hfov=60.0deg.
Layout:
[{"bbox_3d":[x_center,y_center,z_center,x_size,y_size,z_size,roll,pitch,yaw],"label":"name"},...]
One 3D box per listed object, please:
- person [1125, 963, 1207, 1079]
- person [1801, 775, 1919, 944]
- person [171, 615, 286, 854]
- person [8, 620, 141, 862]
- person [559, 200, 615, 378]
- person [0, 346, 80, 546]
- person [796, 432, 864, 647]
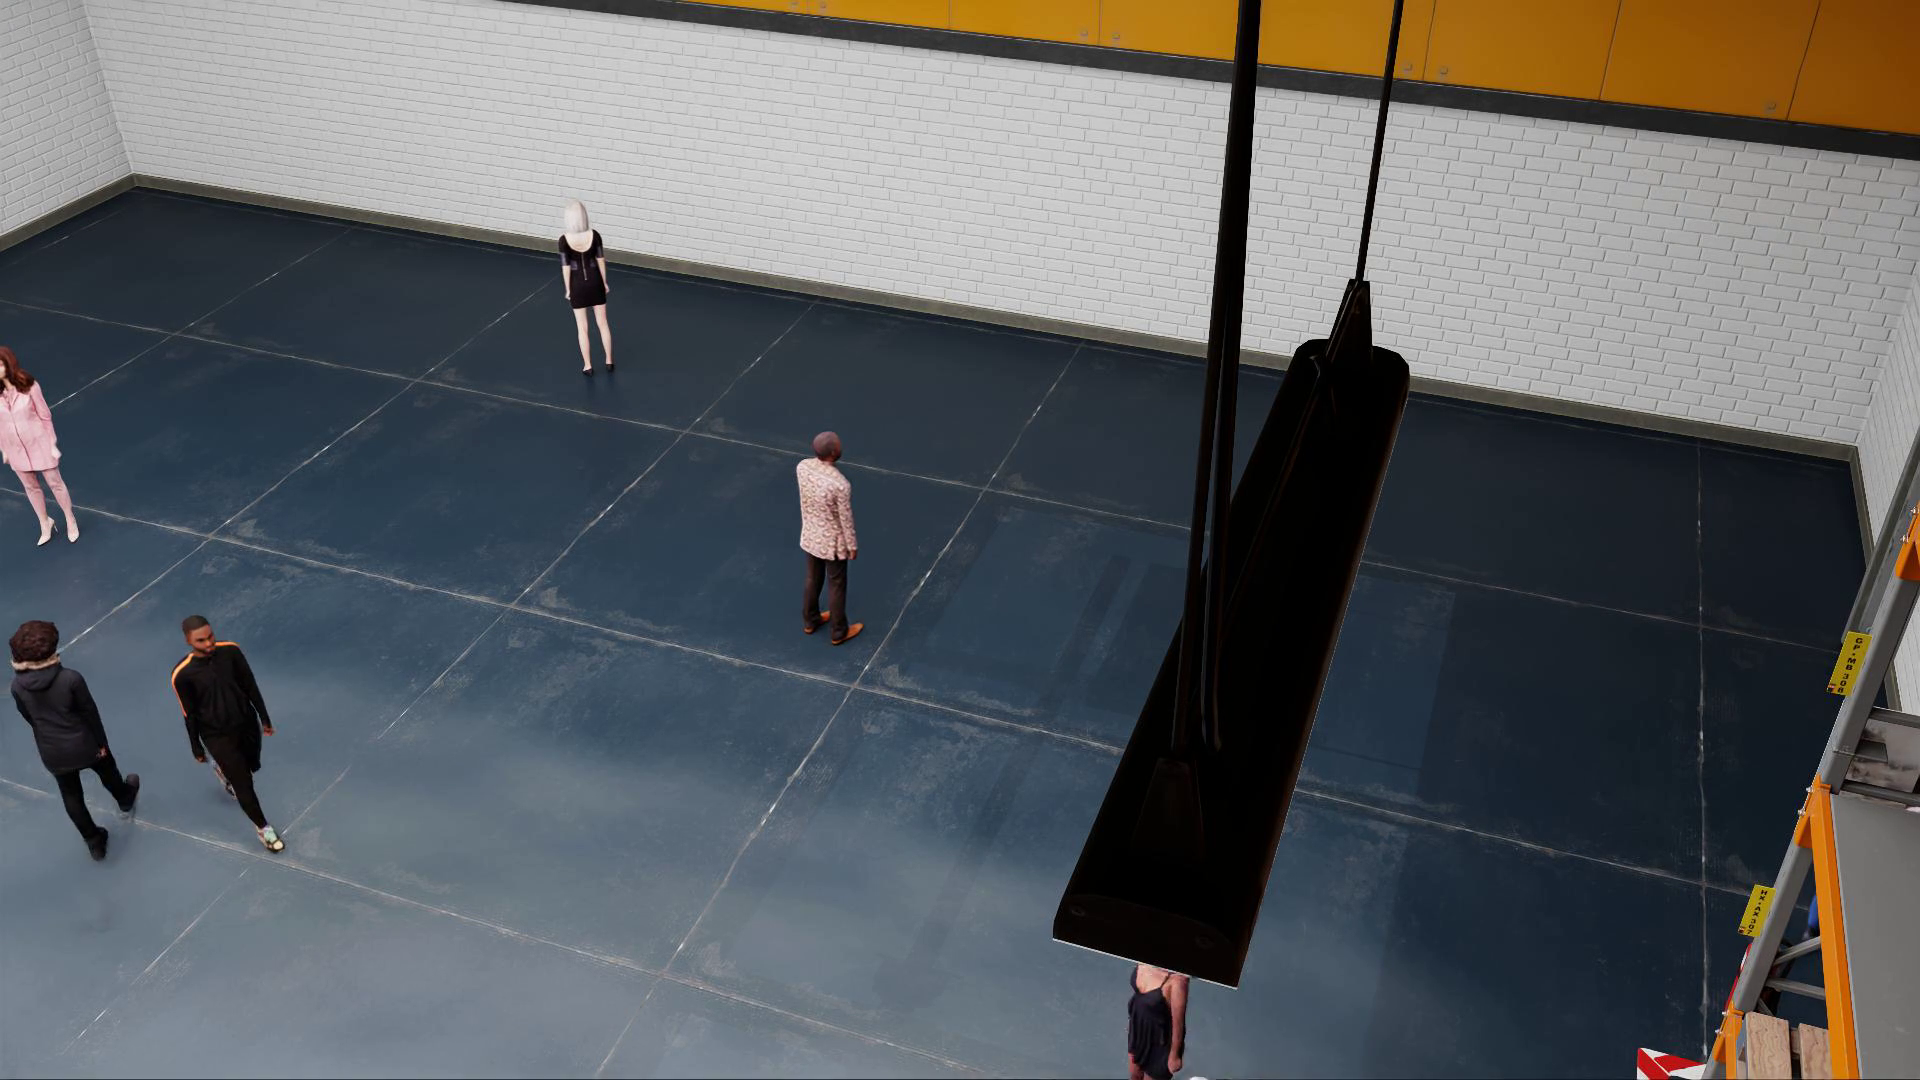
[{"bbox_3d":[1.092,2.565,8.713,0.907,1.777,0.824,-18,38,-25],"label":"person"},{"bbox_3d":[5.371,1.867,9.847,0.738,1.684,0.695,-16,37,-22],"label":"person"},{"bbox_3d":[-4.789,1.188,10.780,0.966,1.781,1.112,25,41,32],"label":"person"},{"bbox_3d":[-5.689,1.327,10.596,0.929,1.753,1.046,-8,34,-12],"label":"person"},{"bbox_3d":[-3.636,-2.454,16.216,0.645,1.830,0.700,-14,36,-19],"label":"person"},{"bbox_3d":[-7.672,-0.785,13.729,0.688,1.802,0.685,-5,34,-7],"label":"person"},{"bbox_3d":[-1.013,-0.018,12.574,0.763,1.804,0.719,25,41,32],"label":"person"}]
